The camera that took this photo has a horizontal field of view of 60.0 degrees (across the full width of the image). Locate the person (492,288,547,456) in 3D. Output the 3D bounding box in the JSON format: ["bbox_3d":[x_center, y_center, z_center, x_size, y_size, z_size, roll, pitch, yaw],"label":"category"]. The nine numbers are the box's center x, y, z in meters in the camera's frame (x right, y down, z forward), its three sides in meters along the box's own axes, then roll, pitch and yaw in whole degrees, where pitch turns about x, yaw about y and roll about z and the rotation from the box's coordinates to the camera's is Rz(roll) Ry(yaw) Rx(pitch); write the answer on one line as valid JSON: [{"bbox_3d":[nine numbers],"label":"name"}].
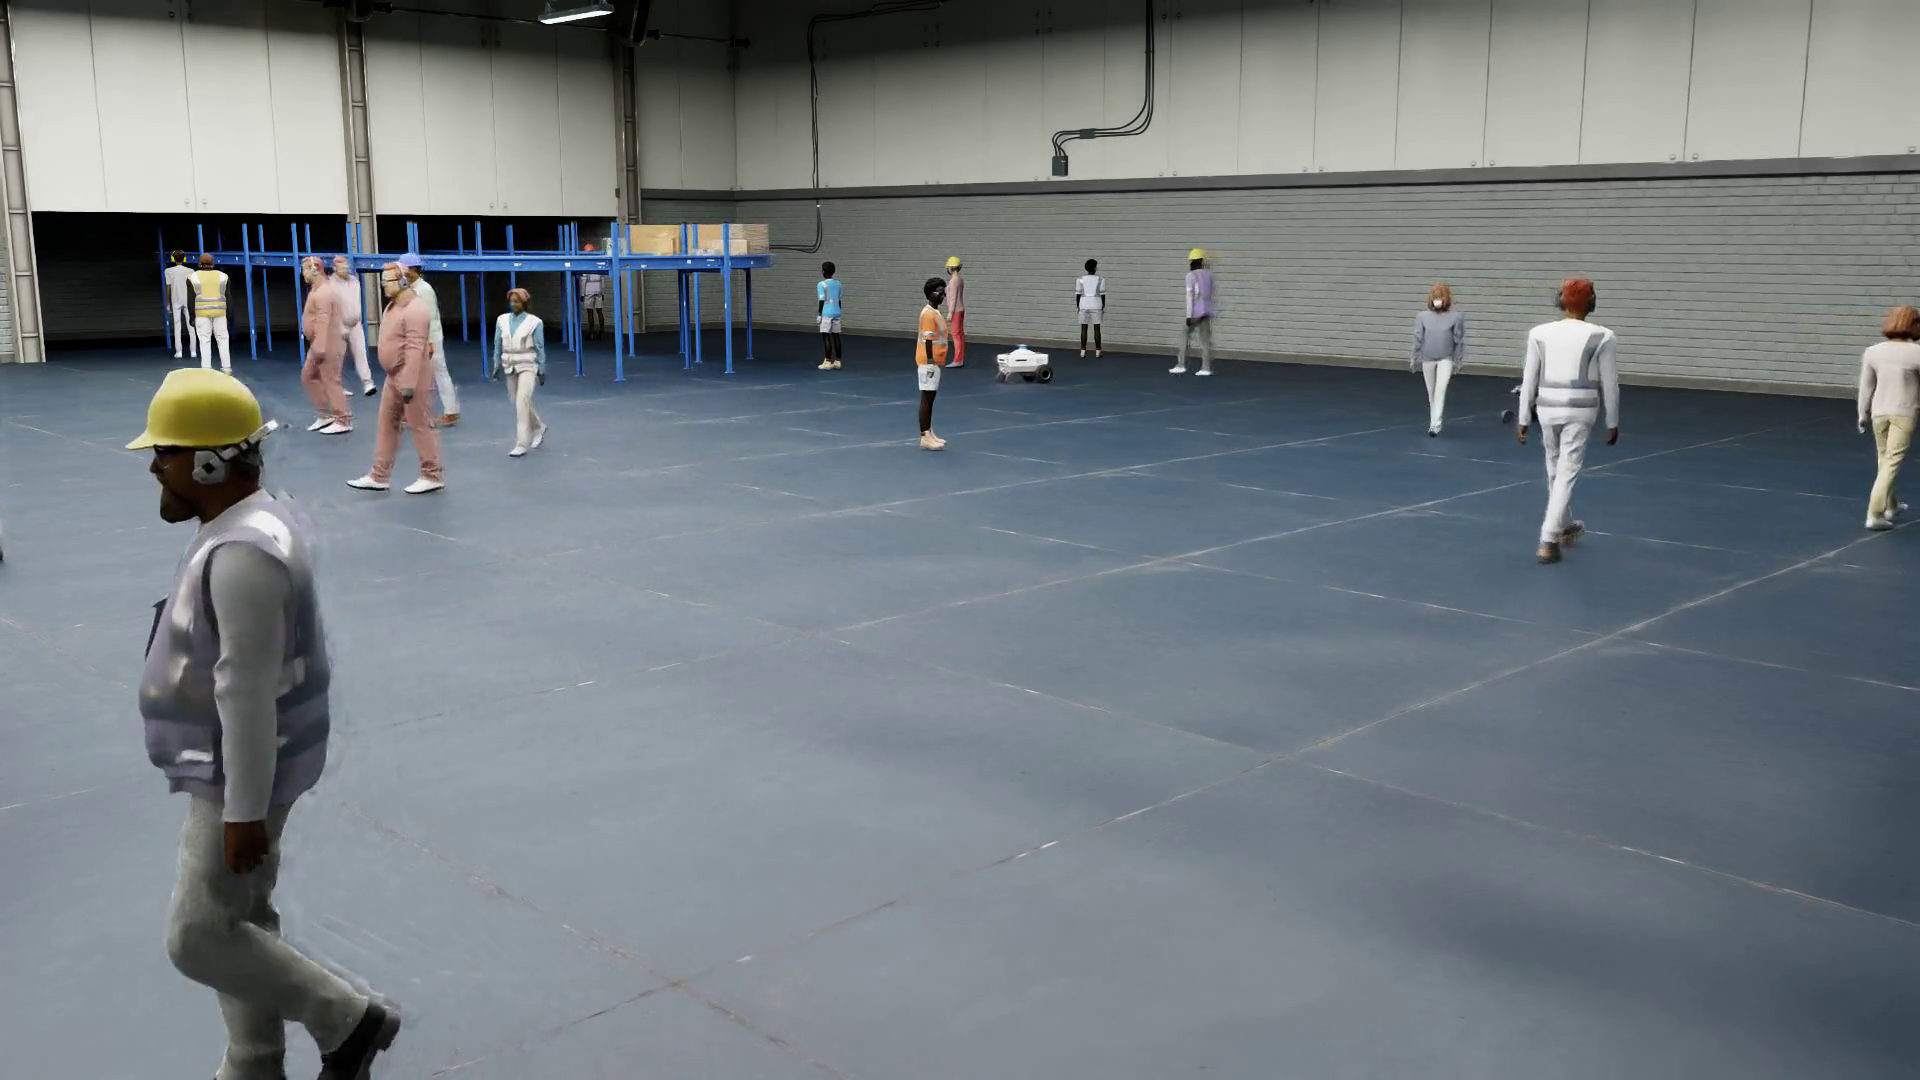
[{"bbox_3d":[-4.257,-1.662,16.266,0.519,1.608,0.762,4,11,21],"label":"person"}]

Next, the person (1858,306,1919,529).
[{"bbox_3d":[6.861,-0.893,12.118,0.736,1.599,0.506,-6,12,-28],"label":"person"}]

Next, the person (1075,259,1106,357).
[{"bbox_3d":[2.272,-4.029,28.932,0.537,1.697,0.320,2,11,9],"label":"person"}]

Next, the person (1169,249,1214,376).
[{"bbox_3d":[3.528,-3.432,25.140,0.600,1.889,0.838,-8,13,-37],"label":"person"}]

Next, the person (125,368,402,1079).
[{"bbox_3d":[-1.649,0.511,3.850,0.449,1.817,0.615,-5,11,-24],"label":"person"}]

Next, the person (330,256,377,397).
[{"bbox_3d":[-8.009,-2.784,21.767,0.855,1.843,0.694,6,12,29],"label":"person"}]

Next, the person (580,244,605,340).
[{"bbox_3d":[-7.460,-5.018,33.702,0.542,1.928,0.374,-10,14,-43],"label":"person"}]

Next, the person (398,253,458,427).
[{"bbox_3d":[-5.986,-2.192,18.340,0.883,1.893,0.753,-8,13,-37],"label":"person"}]

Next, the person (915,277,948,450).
[{"bbox_3d":[-0.277,-1.762,16.565,0.322,1.699,0.535,1,10,7],"label":"person"}]

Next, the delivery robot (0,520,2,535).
[{"bbox_3d":[-6.602,-0.180,10.924,0.707,0.478,0.477,9,14,40],"label":"delivery robot"}]

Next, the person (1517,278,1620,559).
[{"bbox_3d":[4.058,-0.817,11.073,0.603,1.827,1.006,9,14,40],"label":"person"}]

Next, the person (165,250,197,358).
[{"bbox_3d":[-13.531,-4.106,28.928,0.500,1.858,0.315,-7,13,-35],"label":"person"}]

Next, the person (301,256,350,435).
[{"bbox_3d":[-6.849,-2.073,17.747,0.587,1.881,0.678,-4,11,-22],"label":"person"}]

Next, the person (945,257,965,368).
[{"bbox_3d":[-0.087,-3.645,26.653,0.315,1.770,0.524,3,11,16],"label":"person"}]

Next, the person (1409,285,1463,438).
[{"bbox_3d":[5.010,-1.882,17.521,0.517,1.578,0.872,5,12,26],"label":"person"}]

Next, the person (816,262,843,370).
[{"bbox_3d":[-2.071,-3.550,26.322,0.316,1.695,0.542,8,13,36],"label":"person"}]

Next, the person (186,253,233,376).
[{"bbox_3d":[-11.186,-3.346,24.815,0.637,1.842,0.429,-7,13,-34],"label":"person"}]

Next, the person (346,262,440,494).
[{"bbox_3d":[-4.631,-1.300,13.528,0.766,1.881,0.677,-8,13,-39],"label":"person"}]

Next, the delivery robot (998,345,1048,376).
[{"bbox_3d":[0.908,-2.574,23.968,0.707,0.478,0.477,-5,11,-26],"label":"delivery robot"}]

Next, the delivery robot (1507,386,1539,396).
[{"bbox_3d":[6.550,-1.767,18.868,0.698,0.223,0.335,-5,11,-23],"label":"delivery robot"}]
